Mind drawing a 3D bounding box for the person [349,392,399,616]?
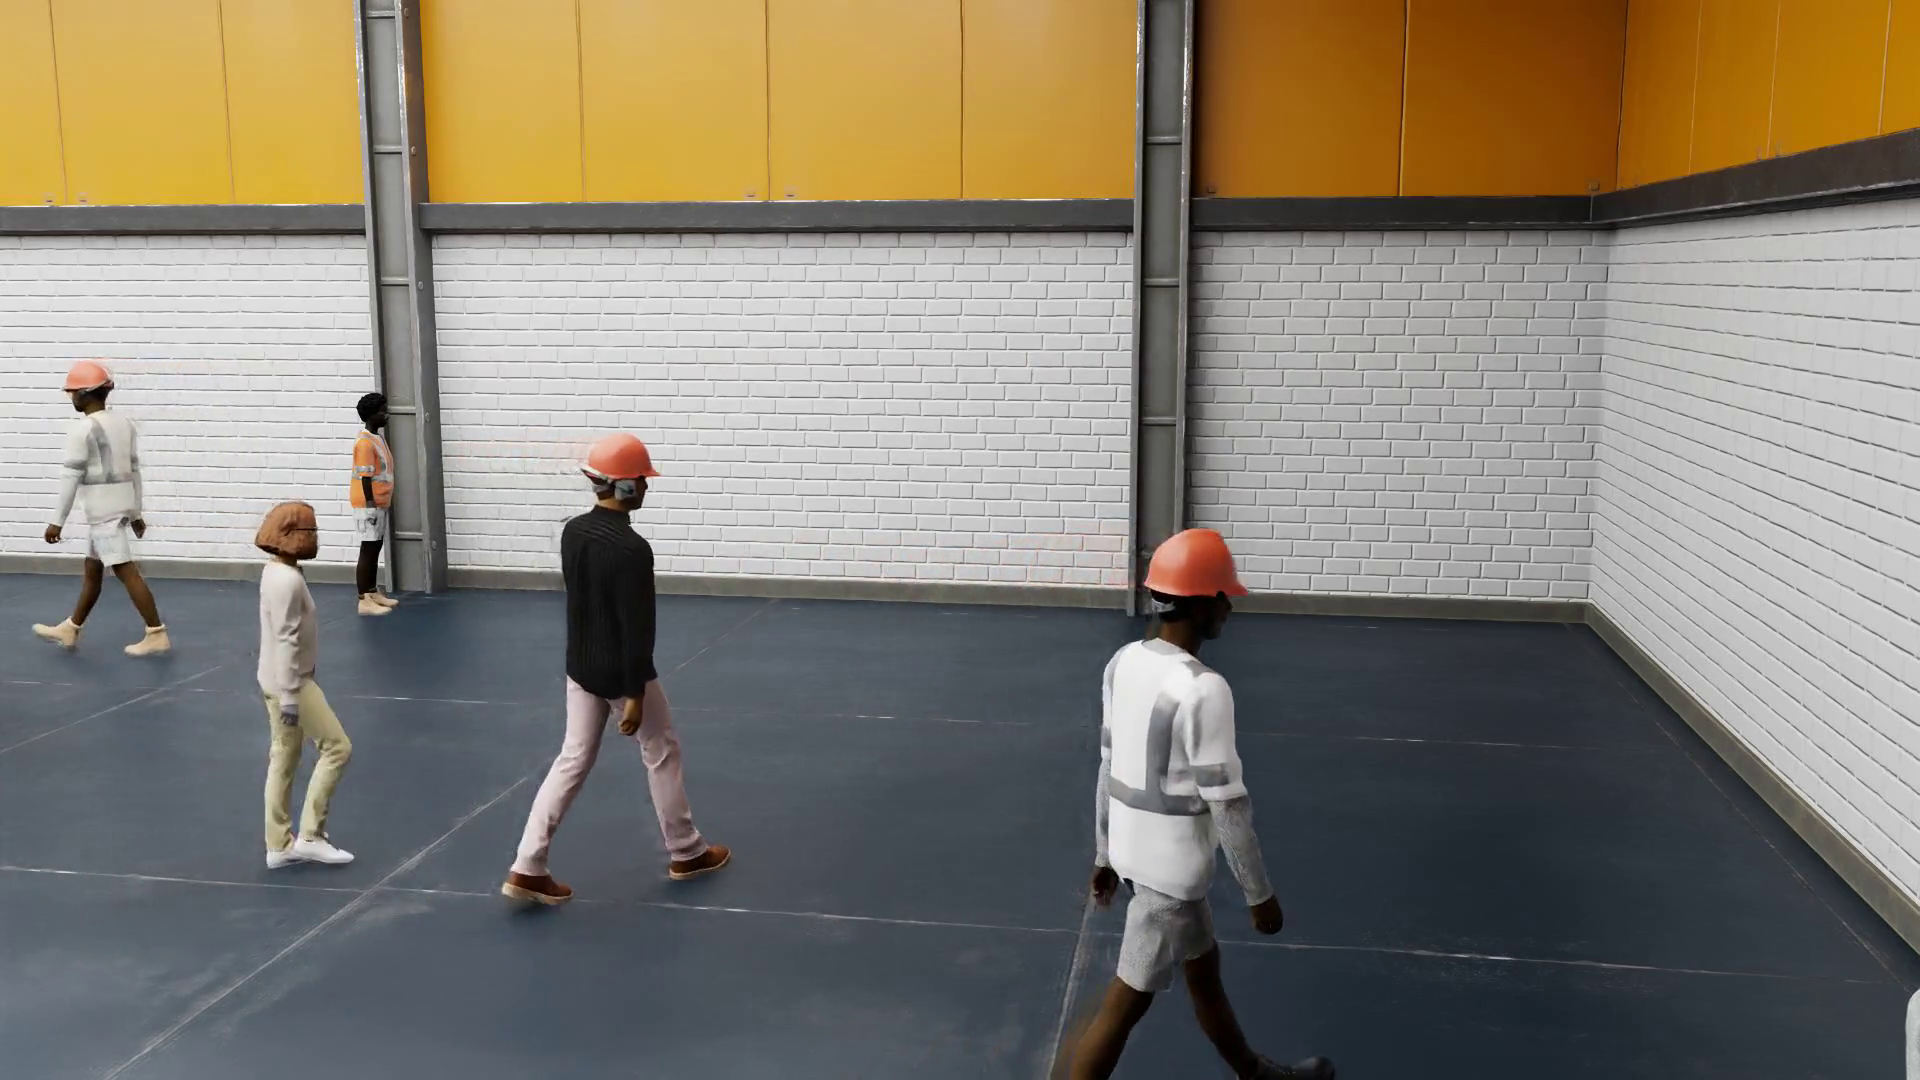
[{"bbox_3d":[-4.458,-0.275,12.634,0.321,1.691,0.533,-2,9,-9],"label":"person"}]

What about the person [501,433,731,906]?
[{"bbox_3d":[-1.451,0.529,6.867,0.606,1.955,1.009,8,12,41],"label":"person"}]

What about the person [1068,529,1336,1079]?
[{"bbox_3d":[0.652,0.903,4.767,1.048,1.877,0.557,-3,10,-18],"label":"person"}]

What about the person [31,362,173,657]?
[{"bbox_3d":[-5.824,-0.190,11.152,1.034,1.985,0.631,0,9,0],"label":"person"}]

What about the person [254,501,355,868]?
[{"bbox_3d":[-2.840,0.631,7.234,0.485,1.613,0.538,-5,10,-27],"label":"person"}]

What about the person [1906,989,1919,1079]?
[{"bbox_3d":[1.861,1.278,2.885,0.487,1.744,0.295,2,10,14],"label":"person"}]
